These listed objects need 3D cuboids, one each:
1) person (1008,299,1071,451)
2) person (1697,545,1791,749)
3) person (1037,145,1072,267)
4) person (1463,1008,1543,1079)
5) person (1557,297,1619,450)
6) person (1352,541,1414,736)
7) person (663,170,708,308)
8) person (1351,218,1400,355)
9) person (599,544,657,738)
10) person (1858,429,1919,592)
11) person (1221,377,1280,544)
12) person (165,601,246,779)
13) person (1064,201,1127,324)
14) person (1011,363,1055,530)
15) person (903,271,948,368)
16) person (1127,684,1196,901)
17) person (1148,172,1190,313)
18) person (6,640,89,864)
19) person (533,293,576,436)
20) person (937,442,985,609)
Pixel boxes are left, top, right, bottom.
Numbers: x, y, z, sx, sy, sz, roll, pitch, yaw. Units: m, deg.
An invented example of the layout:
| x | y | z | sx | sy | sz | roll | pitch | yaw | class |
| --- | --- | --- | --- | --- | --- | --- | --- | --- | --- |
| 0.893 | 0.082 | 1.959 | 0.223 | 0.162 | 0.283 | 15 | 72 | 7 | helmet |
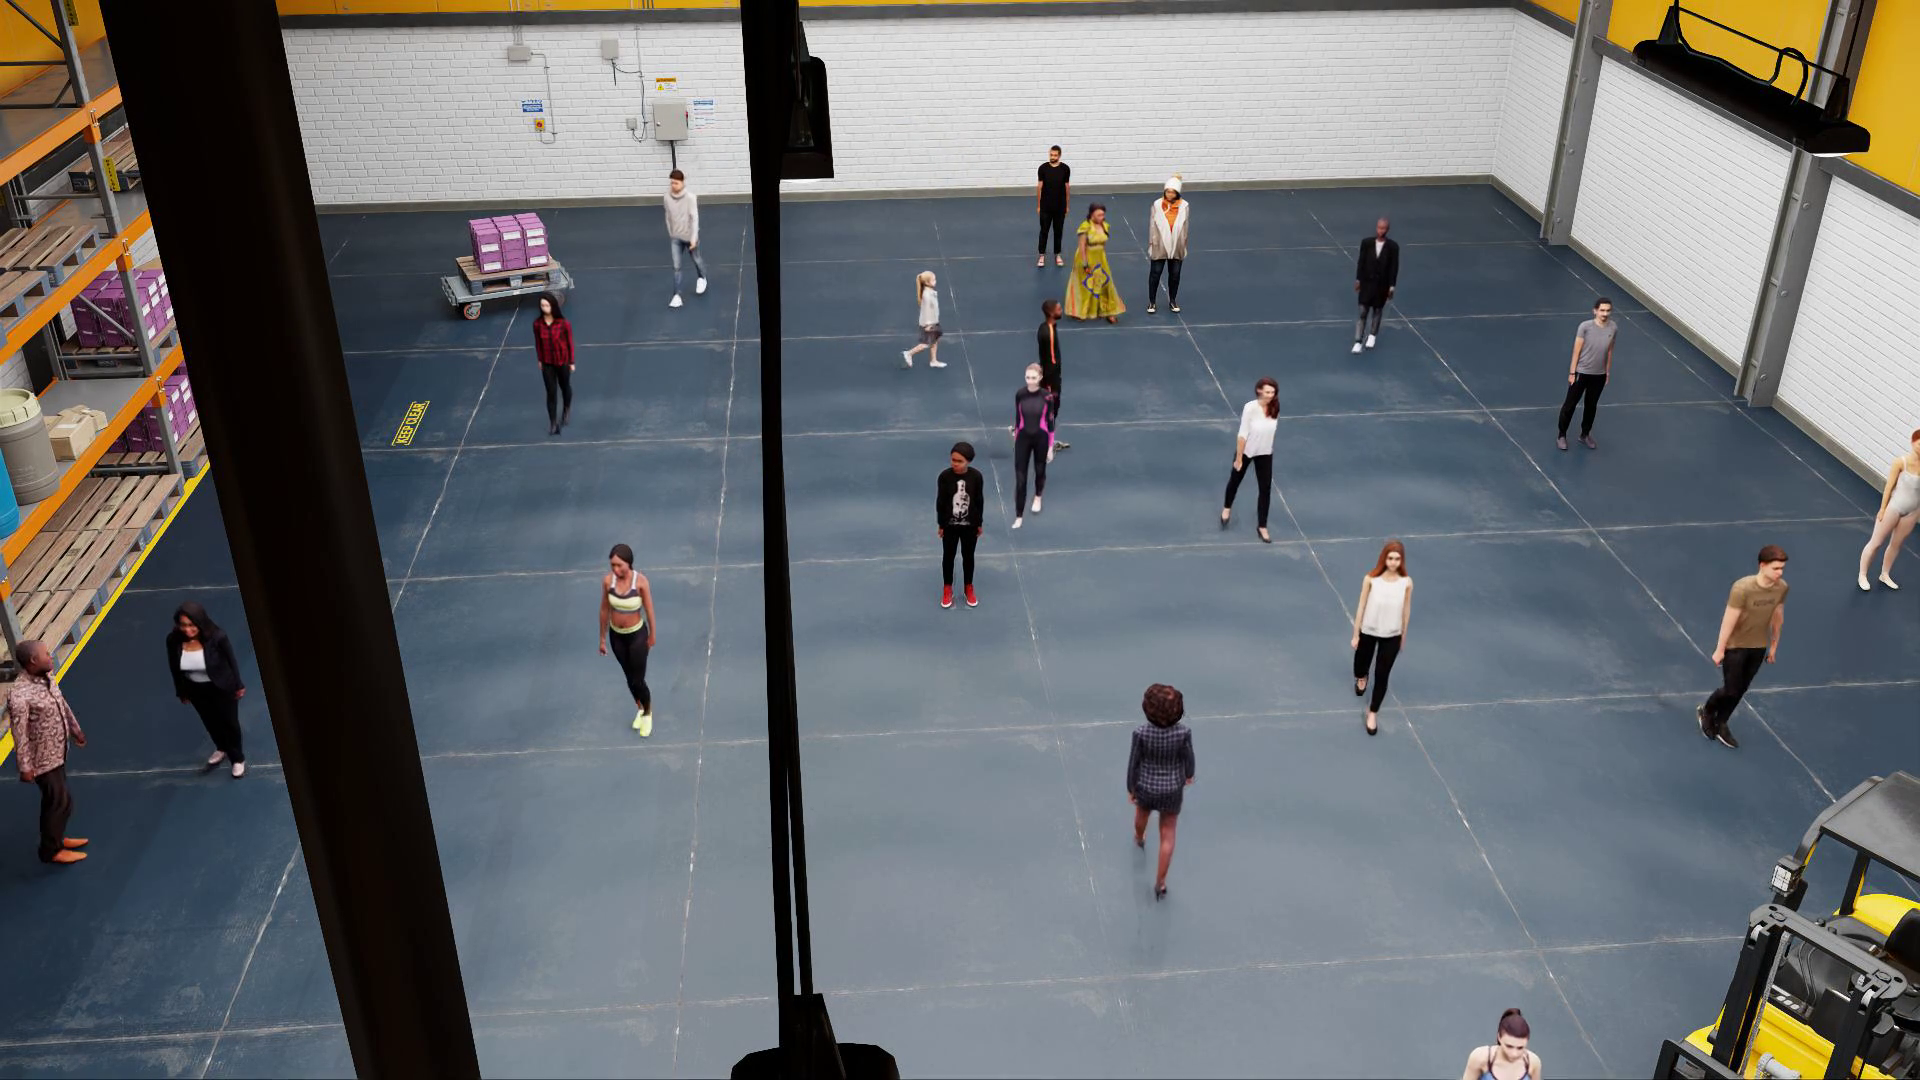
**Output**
| x | y | z | sx | sy | sz | roll | pitch | yaw | class |
| --- | --- | --- | --- | --- | --- | --- | --- | --- | --- |
| 0.893 | -1.770 | 18.281 | 0.724 | 1.793 | 0.876 | -1 | 29 | -2 | person |
| 6.303 | 0.815 | 13.494 | 0.726 | 1.839 | 0.710 | -6 | 29 | -11 | person |
| 1.336 | -4.820 | 23.911 | 0.616 | 1.756 | 0.533 | -1 | 29 | -3 | person |
| 2.981 | 3.231 | 9.315 | 0.612 | 1.600 | 0.724 | 2 | 29 | 3 | person |
| 7.007 | -1.872 | 18.510 | 0.614 | 1.754 | 0.537 | -1 | 29 | -3 | person |
| 3.459 | 0.745 | 13.754 | 0.744 | 1.712 | 0.941 | 6 | 29 | 11 | person |
| -3.682 | -4.132 | 22.594 | 0.917 | 1.810 | 1.356 | 6 | 29 | 11 | person |
| 5.280 | -3.248 | 21.056 | 0.948 | 1.730 | 1.144 | 10 | 30 | 18 | person |
| -2.692 | 0.764 | 13.692 | 0.657 | 1.739 | 0.711 | 6 | 29 | 11 | person |
| 8.887 | -0.295 | 15.733 | 0.544 | 1.643 | 0.475 | -1 | 29 | -3 | person |
| 2.891 | -0.861 | 16.662 | 0.787 | 1.747 | 1.045 | -9 | 30 | -16 | person |
| -5.925 | 1.130 | 13.166 | 0.666 | 1.599 | 0.695 | -3 | 29 | -5 | person |
| 1.684 | -3.667 | 21.922 | 1.087 | 1.636 | 1.161 | -20 | 34 | -32 | person |
| 0.775 | -1.014 | 16.984 | 0.807 | 1.707 | 1.158 | 5 | 29 | 10 | person |
| -0.444 | -2.711 | 20.559 | 0.651 | 1.263 | 0.733 | 2 | 29 | 4 | person |
| 1.427 | 1.832 | 11.808 | 0.753 | 1.668 | 1.019 | 3 | 29 | 6 | person |
| 2.784 | -3.984 | 22.228 | 0.672 | 1.899 | 0.650 | -1 | 29 | -3 | person |
| -6.763 | 1.575 | 12.167 | 0.785 | 1.775 | 0.582 | 3 | 29 | 5 | person |
| -4.584 | -2.052 | 18.977 | 0.626 | 1.622 | 1.011 | -1 | 29 | -2 | person |
| -0.001 | -0.165 | 15.461 | 0.588 | 1.675 | 0.514 | -1 | 29 | -3 | person |
